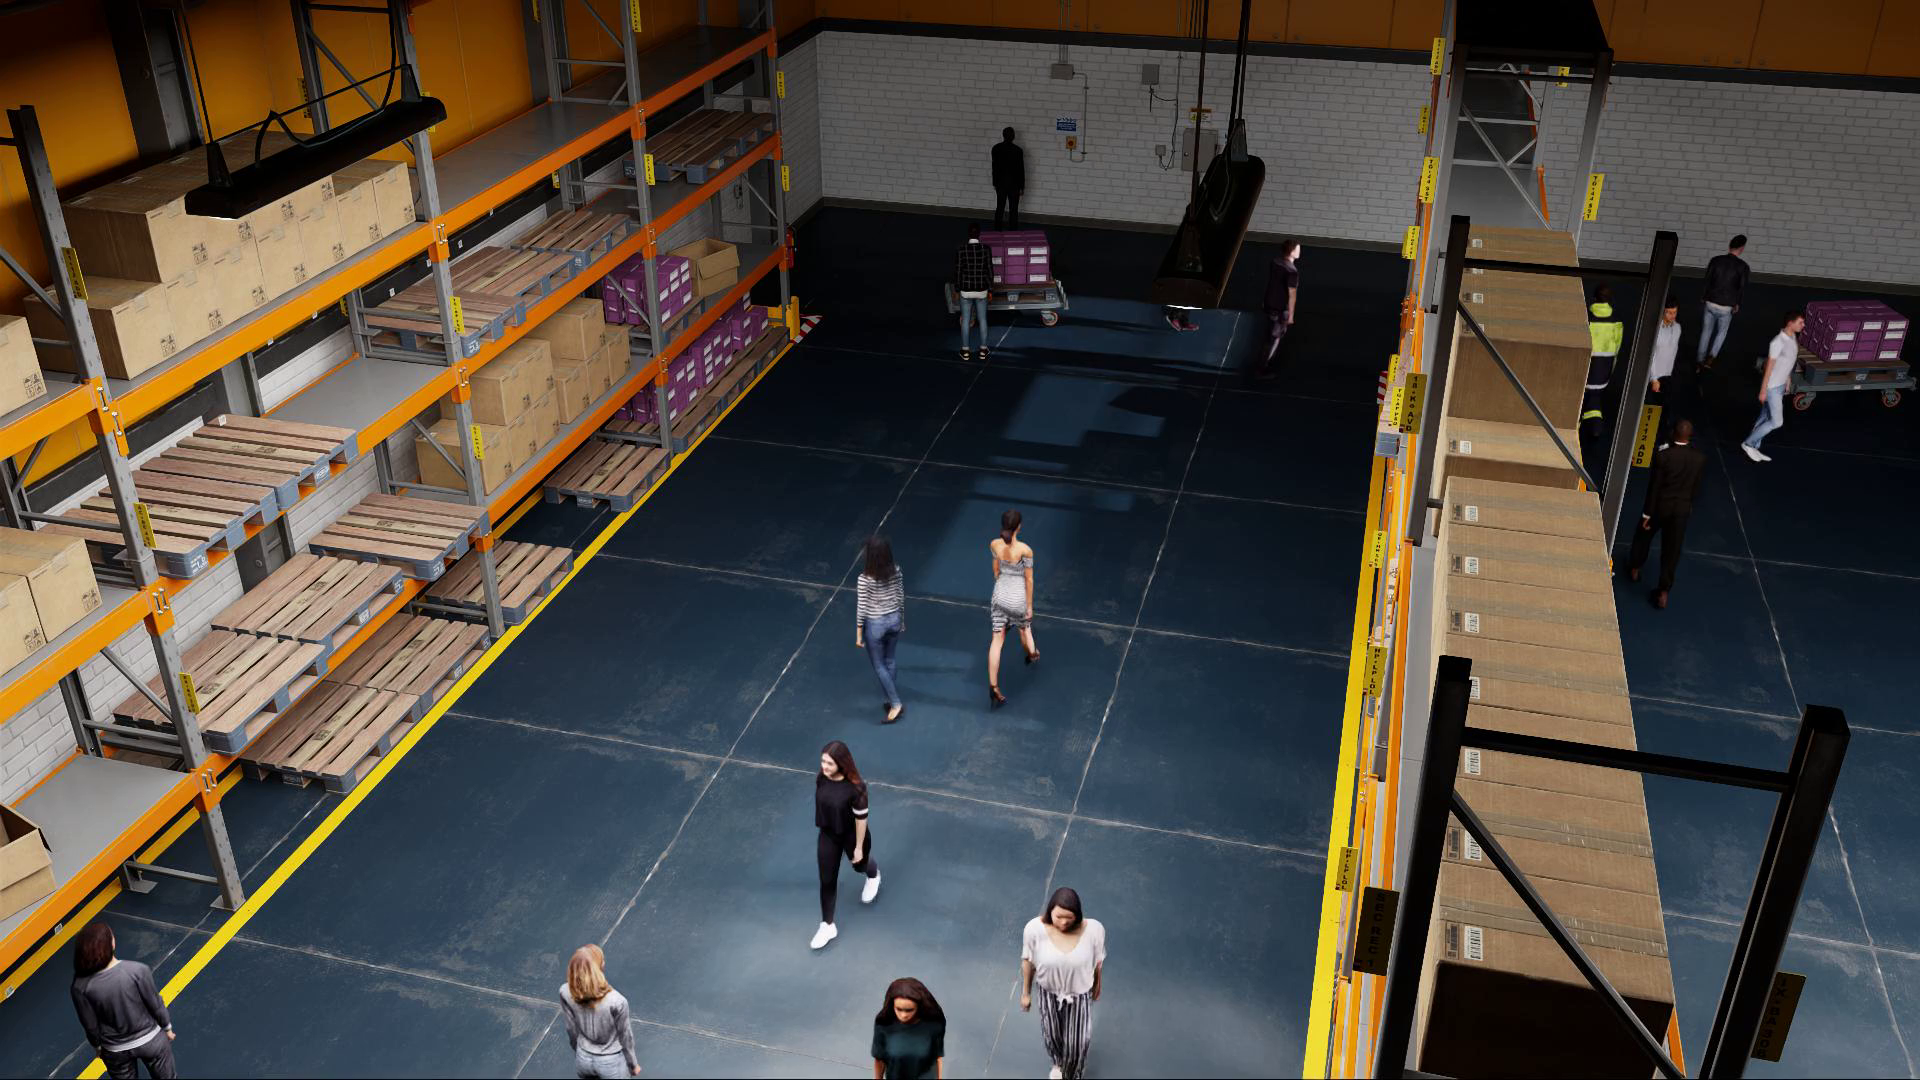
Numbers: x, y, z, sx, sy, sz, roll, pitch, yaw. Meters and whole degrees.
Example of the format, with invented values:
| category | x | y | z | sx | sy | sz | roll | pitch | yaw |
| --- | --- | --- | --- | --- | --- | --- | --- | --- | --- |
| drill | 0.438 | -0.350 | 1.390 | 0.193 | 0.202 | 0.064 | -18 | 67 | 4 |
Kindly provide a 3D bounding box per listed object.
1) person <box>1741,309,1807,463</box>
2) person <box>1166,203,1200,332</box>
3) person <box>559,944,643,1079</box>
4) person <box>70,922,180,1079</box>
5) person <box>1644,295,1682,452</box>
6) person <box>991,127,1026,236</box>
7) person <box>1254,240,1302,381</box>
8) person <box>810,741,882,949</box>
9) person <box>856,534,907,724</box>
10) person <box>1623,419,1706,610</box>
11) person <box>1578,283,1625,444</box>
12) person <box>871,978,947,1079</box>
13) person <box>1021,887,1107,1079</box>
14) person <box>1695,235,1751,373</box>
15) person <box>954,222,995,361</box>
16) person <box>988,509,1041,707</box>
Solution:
| category | x | y | z | sx | sy | sz | roll | pitch | yaw |
| --- | --- | --- | --- | --- | --- | --- | --- | --- | --- |
| person | 9.154 | -1.766 | 18.882 | 0.857 | 1.842 | 0.743 | 24 | 37 | 37 |
| person | 3.007 | -3.656 | 22.393 | 0.851 | 1.799 | 0.796 | -4 | 29 | -7 |
| person | -2.134 | 3.130 | 9.955 | 0.596 | 1.796 | 0.516 | 9 | 30 | 16 |
| person | -5.044 | 3.045 | 10.137 | 0.684 | 1.770 | 0.714 | -11 | 31 | -20 |
| person | 7.899 | -1.936 | 19.140 | 1.028 | 1.894 | 1.166 | -10 | 30 | -18 |
| person | 0.734 | -5.484 | 25.724 | 0.748 | 1.818 | 0.672 | 14 | 32 | 25 |
| person | 3.958 | -2.905 | 20.995 | 0.943 | 1.820 | 0.852 | -7 | 29 | -12 |
| person | -0.782 | 2.108 | 12.032 | 0.774 | 1.602 | 1.152 | 14 | 32 | 24 |
| person | -0.663 | 0.775 | 14.286 | 0.728 | 1.784 | 0.788 | -20 | 34 | -32 |
| person | 6.850 | -0.223 | 16.026 | 0.820 | 1.870 | 1.121 | 4 | 29 | 7 |
| person | 7.257 | -1.952 | 19.098 | 0.919 | 1.963 | 0.964 | -3 | 29 | -6 |
| person | -0.292 | 3.212 | 10.028 | 0.714 | 1.583 | 1.118 | 4 | 29 | 7 |
| person | 0.674 | 2.818 | 10.664 | 0.692 | 1.665 | 0.747 | 5 | 29 | 10 |
| person | 9.612 | -2.955 | 21.086 | 0.744 | 1.820 | 0.710 | 17 | 33 | 28 |
| person | 0.175 | -3.239 | 21.606 | 0.740 | 1.820 | 0.679 | -3 | 29 | -5 |
| person | 0.382 | 0.627 | 14.570 | 0.811 | 1.771 | 1.183 | 16 | 32 | 27 |
